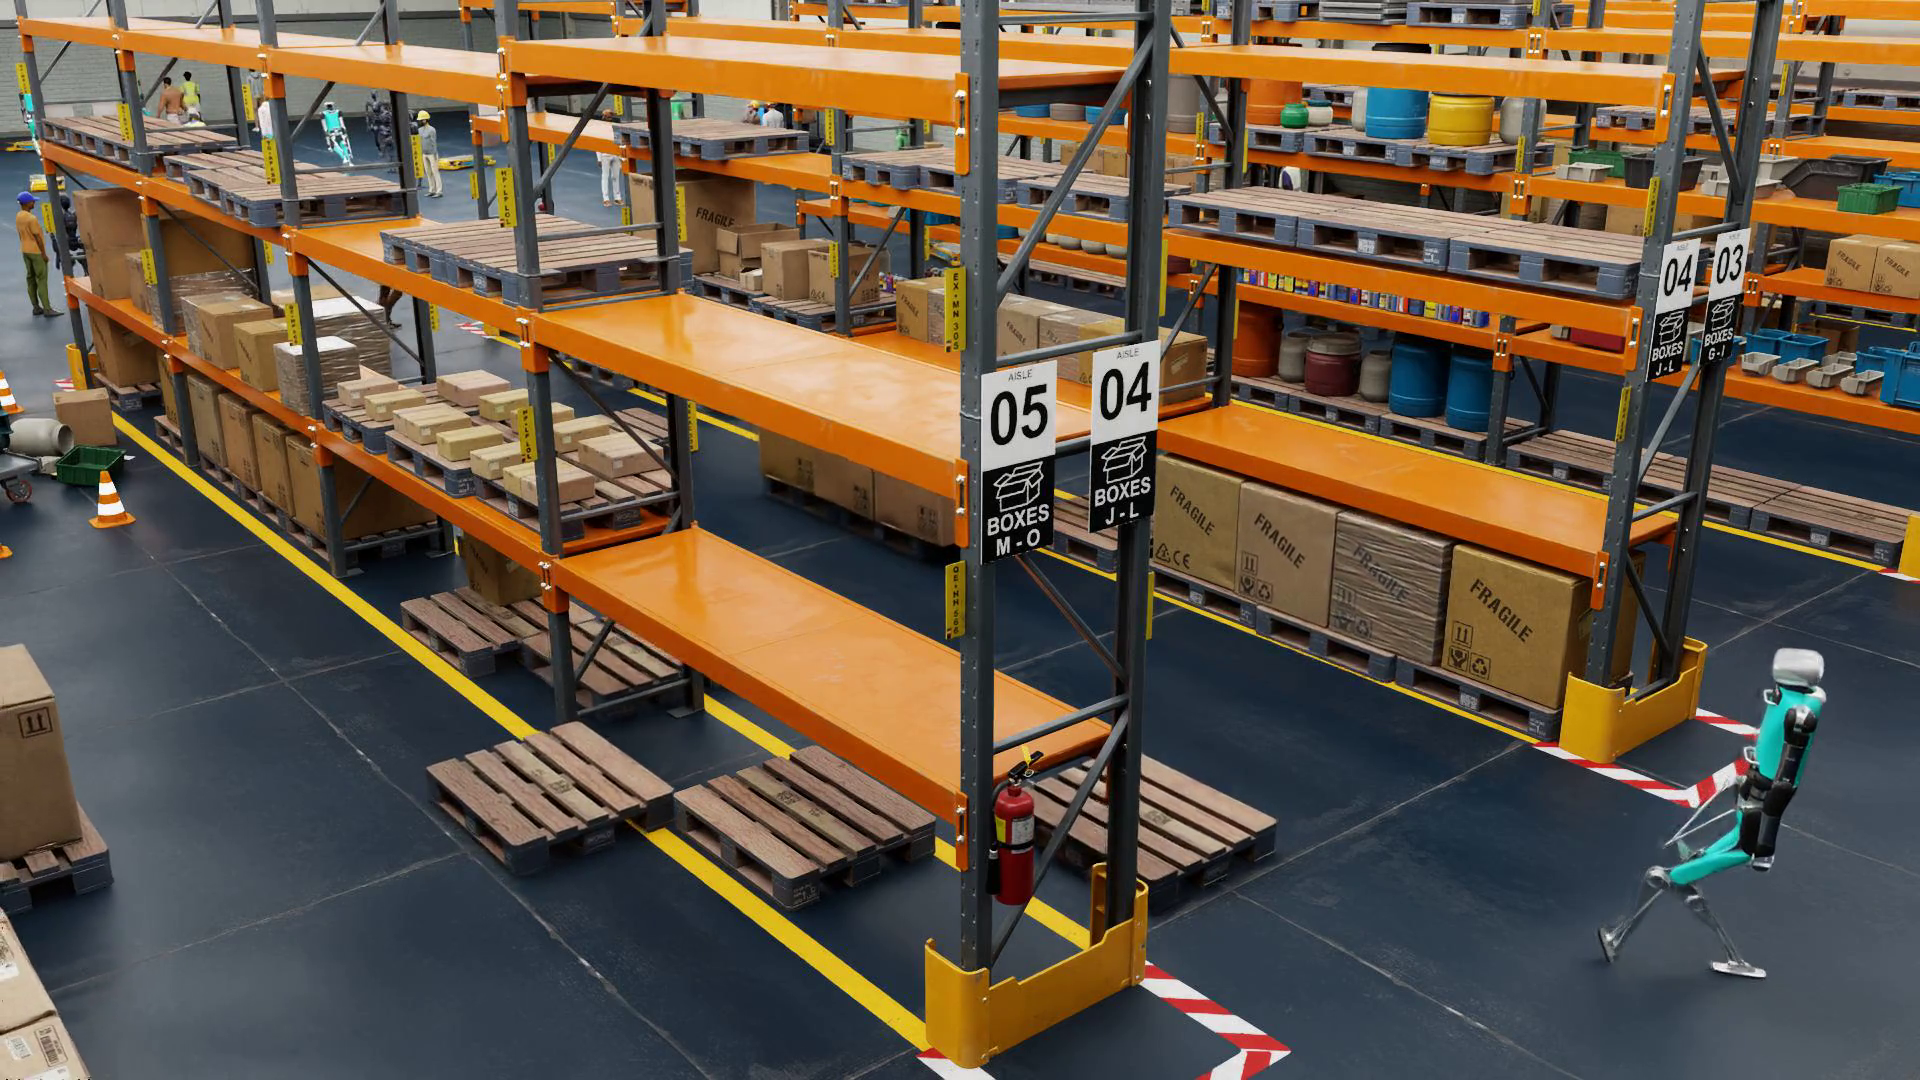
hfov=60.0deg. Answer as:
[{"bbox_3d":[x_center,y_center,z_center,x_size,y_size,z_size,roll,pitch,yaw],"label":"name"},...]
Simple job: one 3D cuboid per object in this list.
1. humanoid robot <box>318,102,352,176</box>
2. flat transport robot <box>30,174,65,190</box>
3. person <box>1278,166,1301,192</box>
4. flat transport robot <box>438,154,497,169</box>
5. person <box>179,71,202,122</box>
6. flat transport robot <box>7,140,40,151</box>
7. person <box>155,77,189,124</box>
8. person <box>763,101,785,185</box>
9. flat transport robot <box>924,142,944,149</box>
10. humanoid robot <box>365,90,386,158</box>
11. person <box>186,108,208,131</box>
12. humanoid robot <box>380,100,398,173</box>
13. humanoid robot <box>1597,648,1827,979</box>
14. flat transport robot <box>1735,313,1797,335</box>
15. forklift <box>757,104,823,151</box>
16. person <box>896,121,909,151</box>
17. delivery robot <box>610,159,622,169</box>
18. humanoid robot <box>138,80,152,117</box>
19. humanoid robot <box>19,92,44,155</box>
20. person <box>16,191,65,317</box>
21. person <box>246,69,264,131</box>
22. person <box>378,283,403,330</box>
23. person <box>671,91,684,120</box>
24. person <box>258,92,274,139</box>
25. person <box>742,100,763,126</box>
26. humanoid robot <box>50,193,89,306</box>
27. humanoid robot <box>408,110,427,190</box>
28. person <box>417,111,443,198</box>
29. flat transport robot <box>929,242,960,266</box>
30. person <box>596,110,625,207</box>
[{"bbox_3d":[-13.487,-8.620,36.264,0.823,1.767,0.554,16,25,38],"label":"humanoid robot"},{"bbox_3d":[-19.750,-7.750,35.993,0.659,0.231,1.431,-10,22,-26],"label":"flat transport robot"},{"bbox_3d":[5.375,-5.493,27.208,0.396,1.838,0.567,10,22,26],"label":"person"},{"bbox_3d":[-11.755,-8.967,39.457,0.659,0.231,1.431,11,22,28],"label":"flat transport robot"},{"bbox_3d":[-21.659,-12.329,46.867,0.539,1.695,0.317,-14,24,-35],"label":"person"},{"bbox_3d":[-23.613,-10.113,42.717,1.431,0.231,0.659,2,19,6],"label":"flat transport robot"},{"bbox_3d":[-20.472,-11.076,43.130,0.920,1.808,0.819,7,21,19],"label":"person"},{"bbox_3d":[-4.061,-8.684,36.217,0.569,1.888,0.395,-13,23,-33],"label":"person"},{"bbox_3d":[-0.785,-7.732,35.942,0.659,0.231,1.431,-8,21,-22],"label":"flat transport robot"},{"bbox_3d":[-14.416,-10.345,41.295,0.591,1.636,0.690,-3,20,-9],"label":"humanoid robot"},{"bbox_3d":[-15.459,-7.825,33.807,0.533,1.866,0.817,3,20,8],"label":"person"},{"bbox_3d":[-13.083,-9.257,38.156,0.356,1.649,0.609,-14,24,-34],"label":"humanoid robot"},{"bbox_3d":[3.546,1.324,8.007,0.903,1.802,0.554,7,20,19],"label":"humanoid robot"},{"bbox_3d":[10.333,-2.794,21.887,0.659,0.231,1.431,-15,24,-36],"label":"flat transport robot"},{"bbox_3d":[-4.526,-11.368,42.374,1.129,2.768,1.873,-15,24,-37],"label":"forklift"},{"bbox_3d":[-1.055,-7.434,32.915,0.465,1.717,0.513,15,24,36],"label":"person"},{"bbox_3d":[-8.176,-9.087,39.337,0.514,0.575,0.746,-9,21,-25],"label":"delivery robot"},{"bbox_3d":[-22.569,-11.926,45.710,0.543,1.801,0.816,1,19,3],"label":"humanoid robot"},{"bbox_3d":[-23.330,-10.601,41.940,0.543,1.763,0.977,-10,22,-27],"label":"humanoid robot"},{"bbox_3d":[-12.767,-3.949,22.991,0.439,1.718,0.349,11,22,28],"label":"person"},{"bbox_3d":[-20.061,-12.609,47.418,0.402,1.870,0.494,12,23,31],"label":"person"},{"bbox_3d":[-7.567,-3.702,21.945,0.651,1.939,0.452,14,24,35],"label":"person"},{"bbox_3d":[-6.799,-9.898,39.556,0.501,1.963,0.692,-5,20,-15],"label":"person"},{"bbox_3d":[-15.626,-9.186,37.656,0.451,1.878,0.620,12,22,30],"label":"person"},{"bbox_3d":[-4.617,-9.020,37.423,0.547,1.720,0.689,15,24,36],"label":"person"},{"bbox_3d":[-12.487,-4.086,23.460,0.596,1.637,0.448,-17,25,-39],"label":"humanoid robot"},{"bbox_3d":[-11.670,-8.356,35.582,0.320,1.652,0.593,4,20,11],"label":"humanoid robot"},{"bbox_3d":[-10.984,-7.967,34.367,0.515,1.757,0.333,13,23,32],"label":"person"},{"bbox_3d":[0.006,-4.694,27.296,0.659,0.231,1.431,-7,21,-20],"label":"flat transport robot"},{"bbox_3d":[-6.975,-7.622,33.195,0.581,1.882,0.351,-16,25,-37],"label":"person"}]
